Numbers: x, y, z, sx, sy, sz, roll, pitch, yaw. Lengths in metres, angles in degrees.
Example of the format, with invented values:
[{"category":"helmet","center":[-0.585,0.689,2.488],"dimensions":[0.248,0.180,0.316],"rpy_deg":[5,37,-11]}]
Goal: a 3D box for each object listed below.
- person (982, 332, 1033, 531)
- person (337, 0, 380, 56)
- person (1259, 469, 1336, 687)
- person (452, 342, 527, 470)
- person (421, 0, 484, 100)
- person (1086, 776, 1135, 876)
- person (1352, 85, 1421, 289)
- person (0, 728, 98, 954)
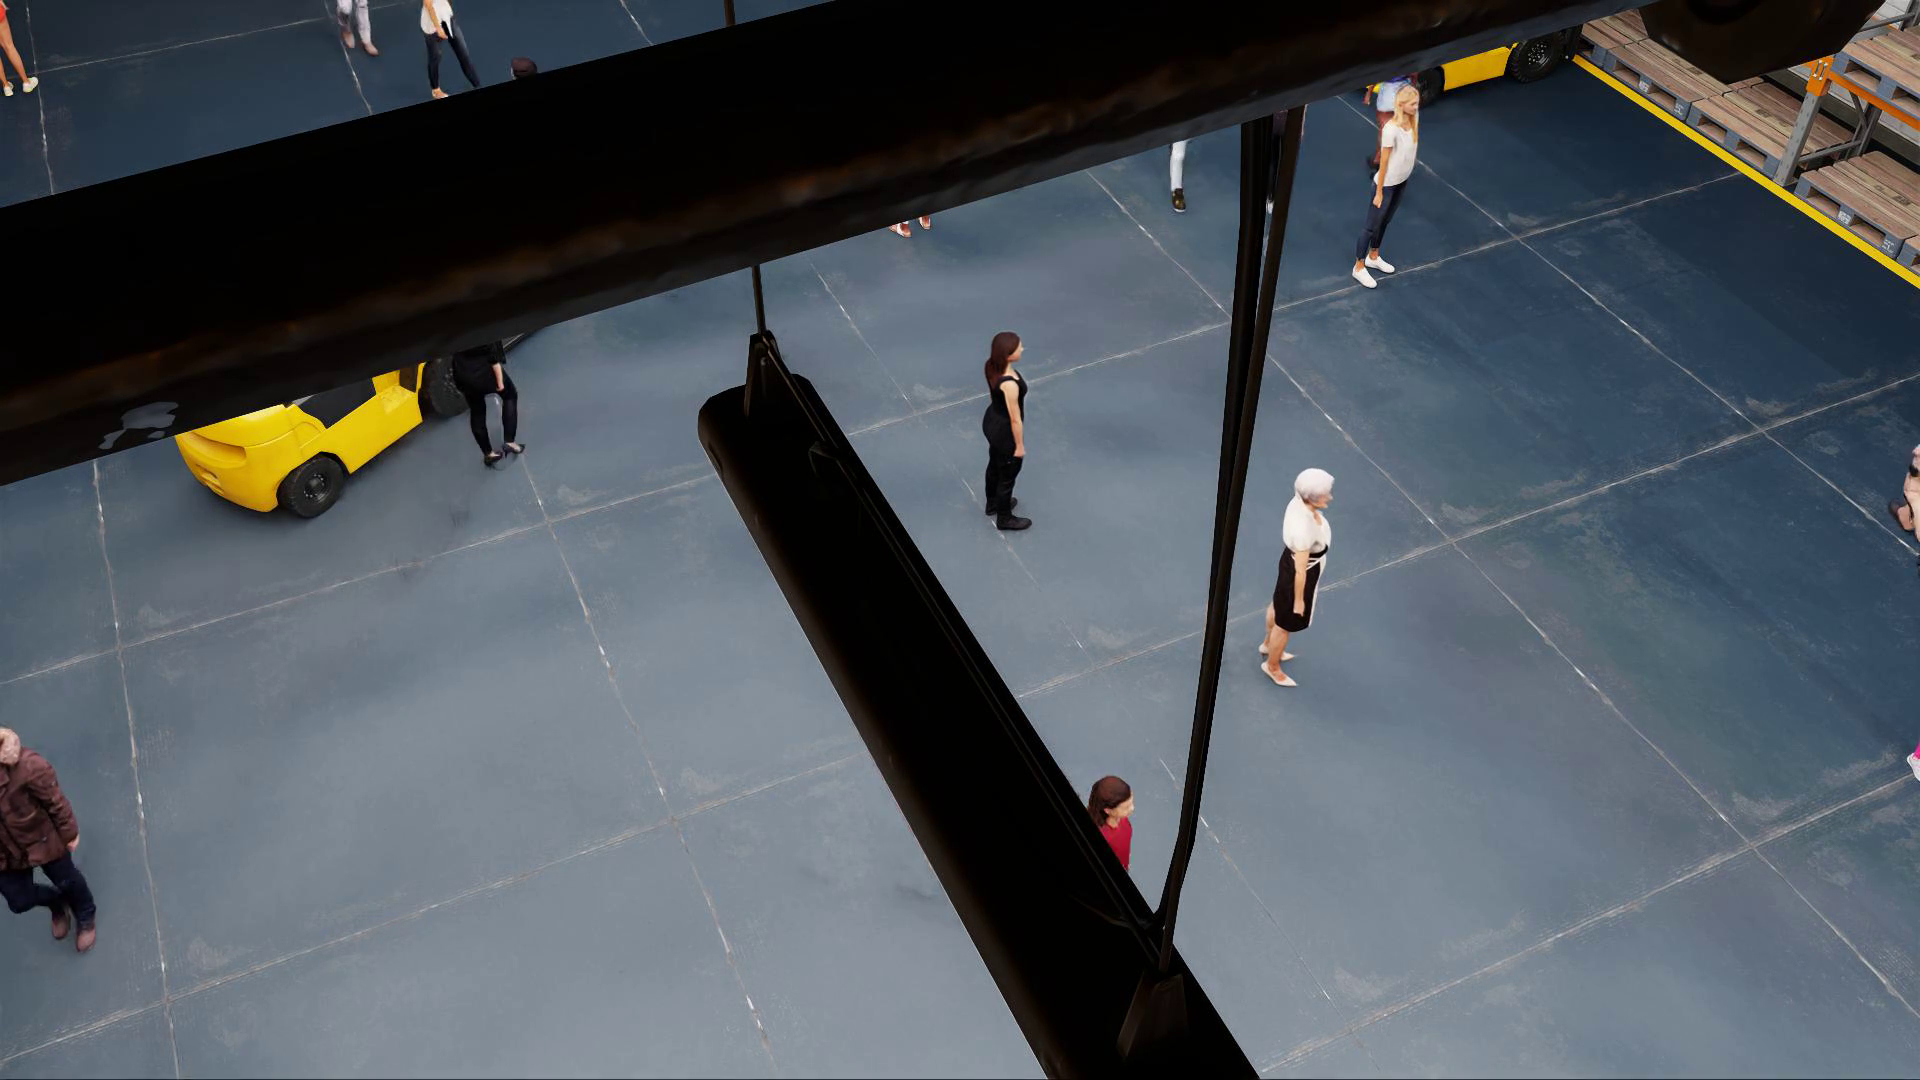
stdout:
[{"category":"person","center":[0.315,-0.775,11.798],"dimensions":[0.657,1.689,0.507],"rpy_deg":[-14,45,-14]},{"category":"person","center":[-6.351,-5.903,17.038],"dimensions":[0.775,1.884,0.829],"rpy_deg":[-30,51,-28]},{"category":"person","center":[2.148,0.234,10.691],"dimensions":[0.770,1.753,0.659],"rpy_deg":[5,44,5]},{"category":"person","center":[-3.585,-1.161,12.231],"dimensions":[0.714,1.649,0.763],"rpy_deg":[10,45,10]},{"category":"person","center":[-5.181,-5.065,16.254],"dimensions":[1.081,1.752,1.002],"rpy_deg":[17,46,17]},{"category":"person","center":[0.722,1.810,9.186],"dimensions":[0.820,1.547,0.757],"rpy_deg":[16,46,16]},{"category":"person","center":[3.622,-3.012,14.058],"dimensions":[0.633,1.809,0.674],"rpy_deg":[32,52,29]},{"category":"person","center":[-5.181,1.580,9.217],"dimensions":[0.808,1.839,0.749],"rpy_deg":[-10,44,-10]}]
